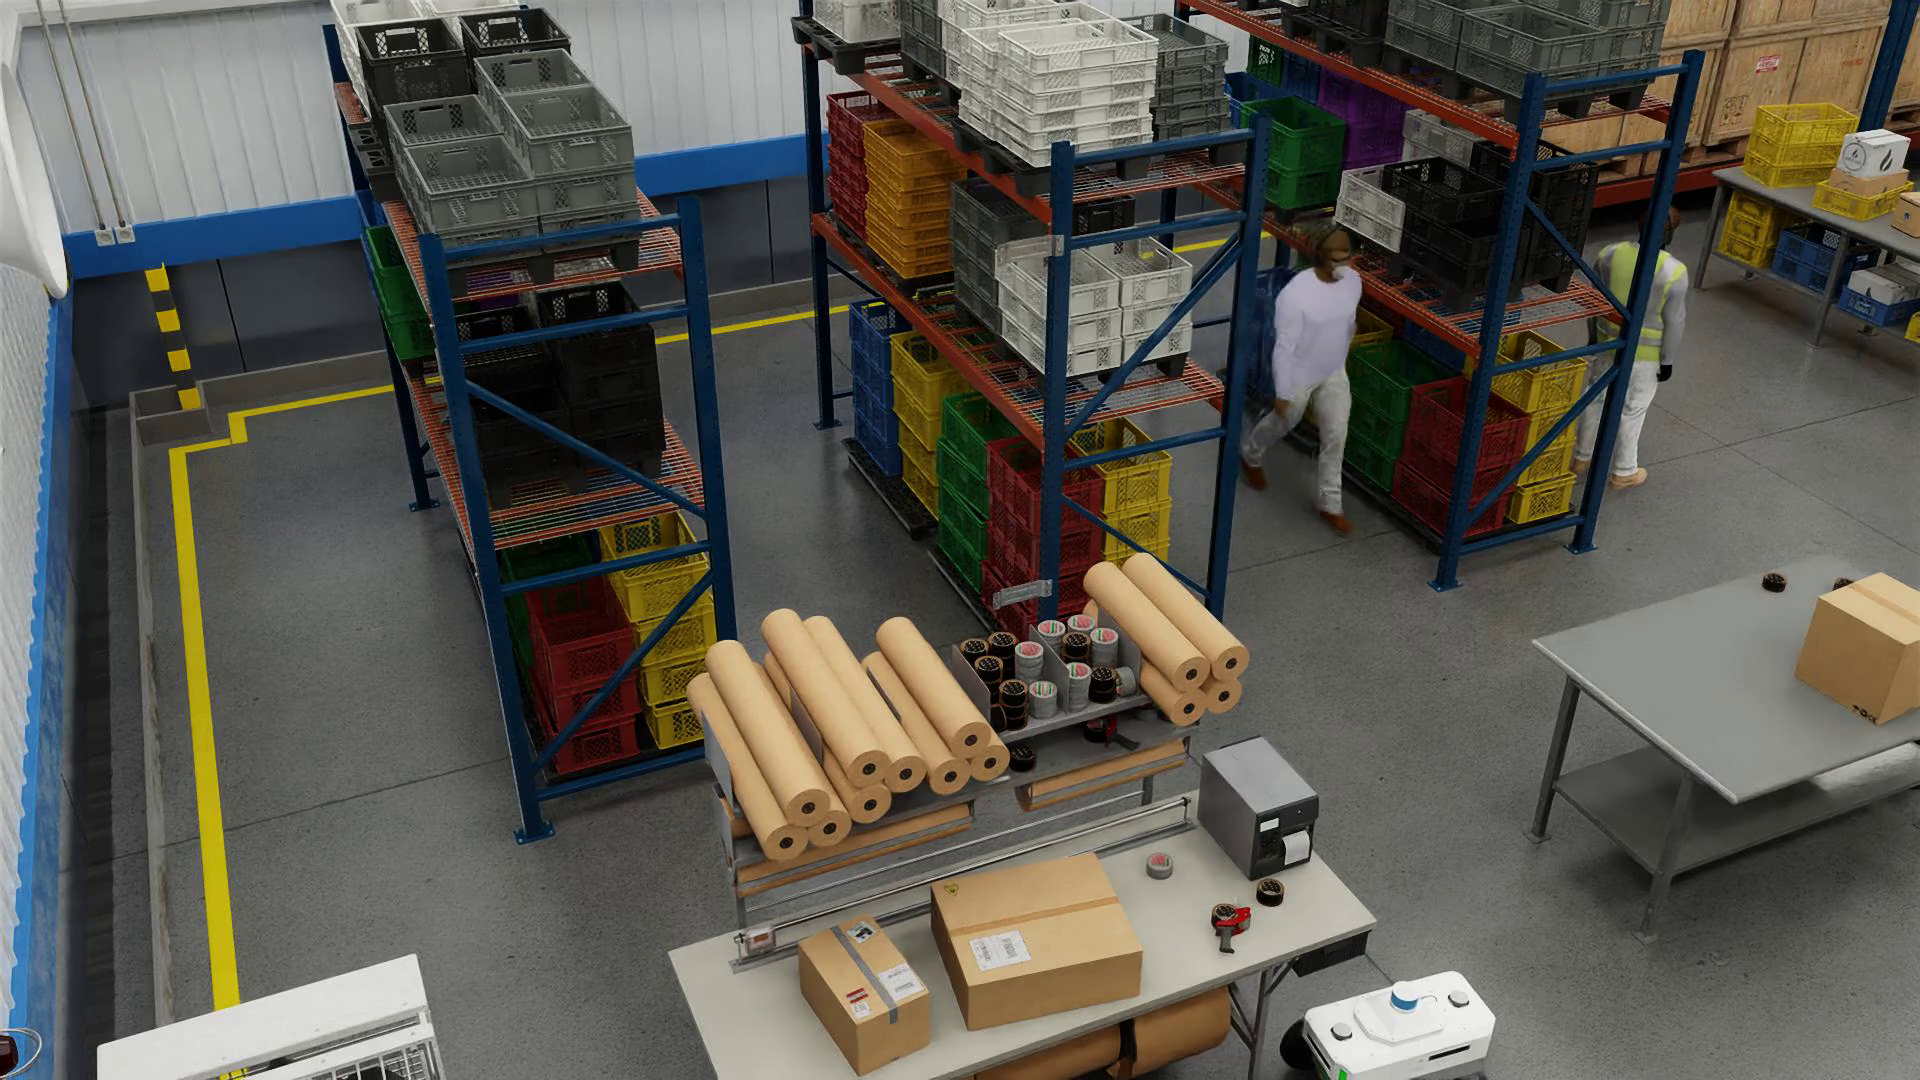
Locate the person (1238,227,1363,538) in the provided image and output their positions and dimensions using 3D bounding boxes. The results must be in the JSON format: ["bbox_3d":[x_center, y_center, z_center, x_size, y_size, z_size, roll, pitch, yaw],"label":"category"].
[{"bbox_3d":[2.093,-1.031,10.090,0.641,1.899,1.001,-16,35,-24],"label":"person"}]

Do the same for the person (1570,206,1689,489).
[{"bbox_3d":[4.214,-1.216,10.432,0.430,1.845,0.619,-23,38,-32],"label":"person"}]

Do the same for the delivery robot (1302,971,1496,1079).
[{"bbox_3d":[1.702,1.922,6.468,0.707,0.478,0.477,-10,33,-16],"label":"delivery robot"}]
